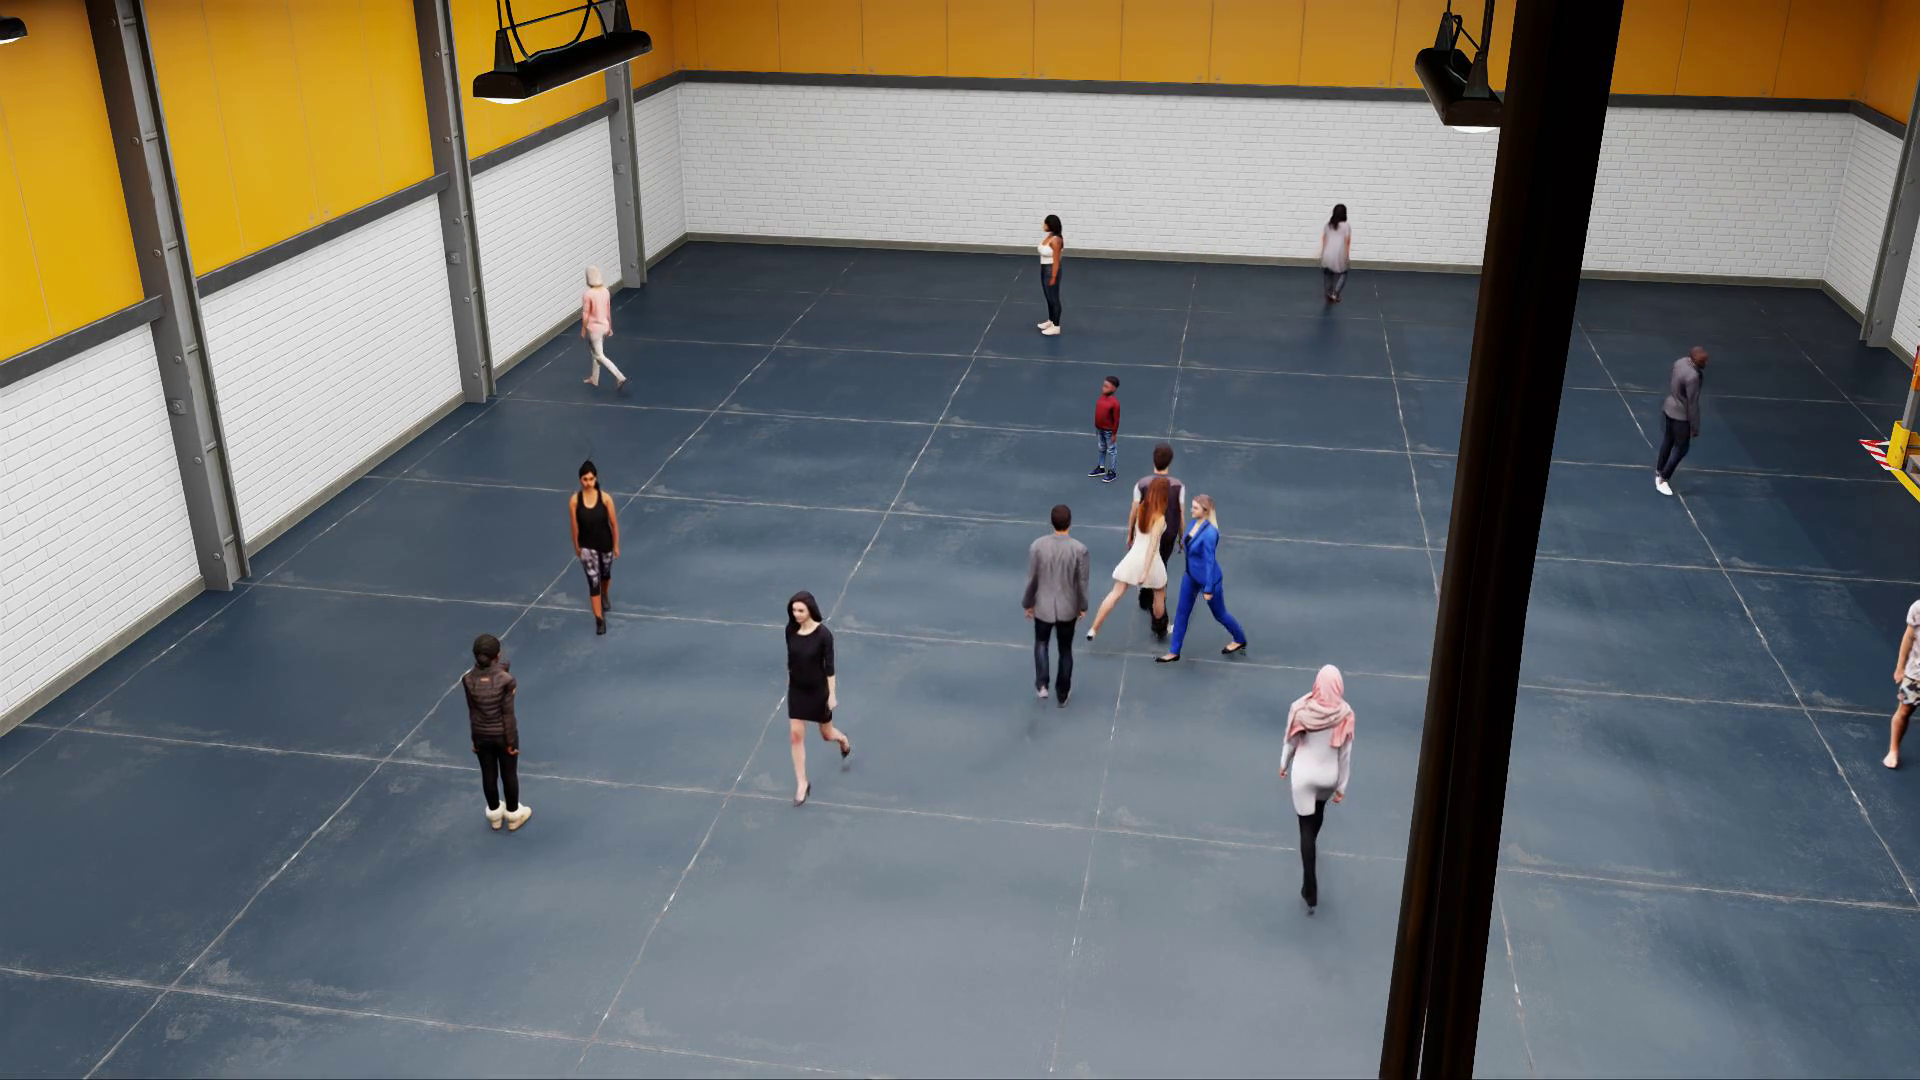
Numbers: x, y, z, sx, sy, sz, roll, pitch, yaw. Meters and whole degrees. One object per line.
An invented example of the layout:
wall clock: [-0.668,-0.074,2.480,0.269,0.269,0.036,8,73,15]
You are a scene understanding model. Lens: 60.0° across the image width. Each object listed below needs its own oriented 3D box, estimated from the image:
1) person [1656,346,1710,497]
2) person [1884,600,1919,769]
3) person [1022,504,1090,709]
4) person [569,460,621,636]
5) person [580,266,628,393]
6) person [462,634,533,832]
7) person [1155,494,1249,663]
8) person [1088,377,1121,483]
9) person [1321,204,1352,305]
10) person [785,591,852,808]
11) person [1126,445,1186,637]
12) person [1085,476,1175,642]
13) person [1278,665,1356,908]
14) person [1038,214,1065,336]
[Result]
person: [8.275,-1.441,19.205,0.898,1.778,0.531,-3,24,-7]
person: [7.904,1.027,13.519,0.715,1.811,0.644,9,25,20]
person: [0.820,0.628,14.382,0.739,1.850,0.743,5,24,10]
person: [-3.499,0.025,16.054,0.908,1.616,1.187,-6,24,-13]
person: [-4.836,-2.825,22.470,0.914,1.699,1.092,13,27,27]
person: [-3.539,1.488,12.652,0.652,1.660,0.608,4,24,9]
person: [2.316,0.370,15.225,1.093,1.648,1.181,-8,25,-17]
person: [1.739,-1.327,19.597,0.644,1.256,0.588,-17,29,-34]
person: [5.961,-4.536,26.509,0.750,1.600,0.777,15,28,30]
person: [-1.125,1.211,13.140,0.769,1.777,1.082,11,26,23]
person: [1.885,0.046,15.781,0.913,1.796,1.235,-2,24,-6]
person: [1.632,0.246,15.496,1.204,1.659,1.180,-16,28,-32]
person: [2.541,1.772,11.887,0.719,1.753,1.199,2,24,4]
person: [1.396,-4.012,25.054,0.771,1.804,0.643,-3,24,-7]
